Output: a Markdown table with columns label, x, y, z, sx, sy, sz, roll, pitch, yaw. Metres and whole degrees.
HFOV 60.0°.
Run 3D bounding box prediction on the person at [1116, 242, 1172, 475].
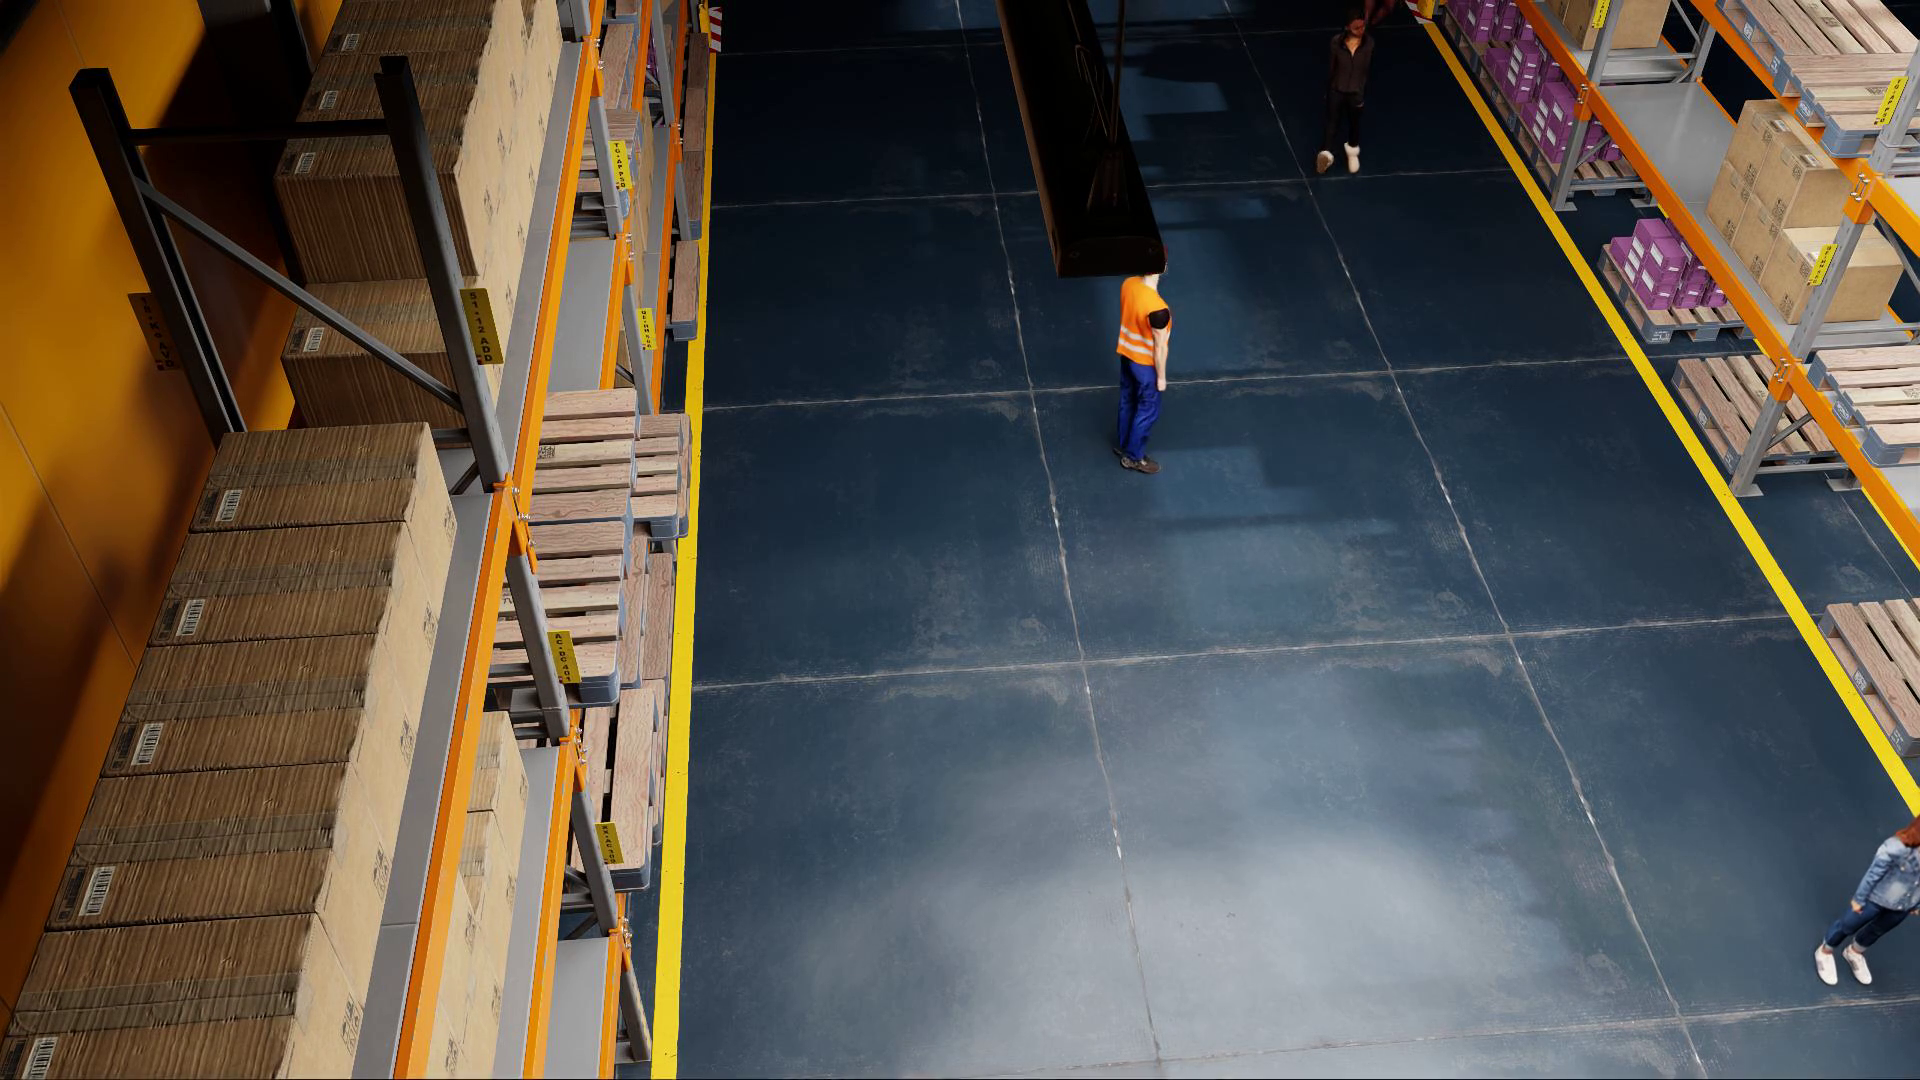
| label | x | y | z | sx | sy | sz | roll | pitch | yaw |
| --- | --- | --- | --- | --- | --- | --- | --- | --- | --- |
| person | 1.348 | -1.344 | 12.359 | 0.890 | 1.881 | 0.740 | -18 | 46 | -18 |

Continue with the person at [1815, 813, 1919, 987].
| label | x | y | z | sx | sy | sz | roll | pitch | yaw |
| --- | --- | --- | --- | --- | --- | --- | --- | --- | --- |
| person | 5.123 | 1.950 | 9.196 | 0.575 | 1.474 | 0.513 | 2 | 44 | 2 |

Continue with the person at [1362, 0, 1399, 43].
| label | x | y | z | sx | sy | sz | roll | pitch | yaw |
| --- | --- | --- | --- | --- | --- | --- | --- | --- | --- |
| person | 4.355 | -5.920 | 17.277 | 0.665 | 1.722 | 0.686 | -6 | 44 | -6 |

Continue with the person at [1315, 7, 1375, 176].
| label | x | y | z | sx | sy | sz | roll | pitch | yaw |
| --- | --- | --- | --- | --- | --- | --- | --- | --- | --- |
| person | 3.591 | -4.068 | 15.393 | 1.027 | 1.640 | 0.788 | -3 | 44 | -3 |
